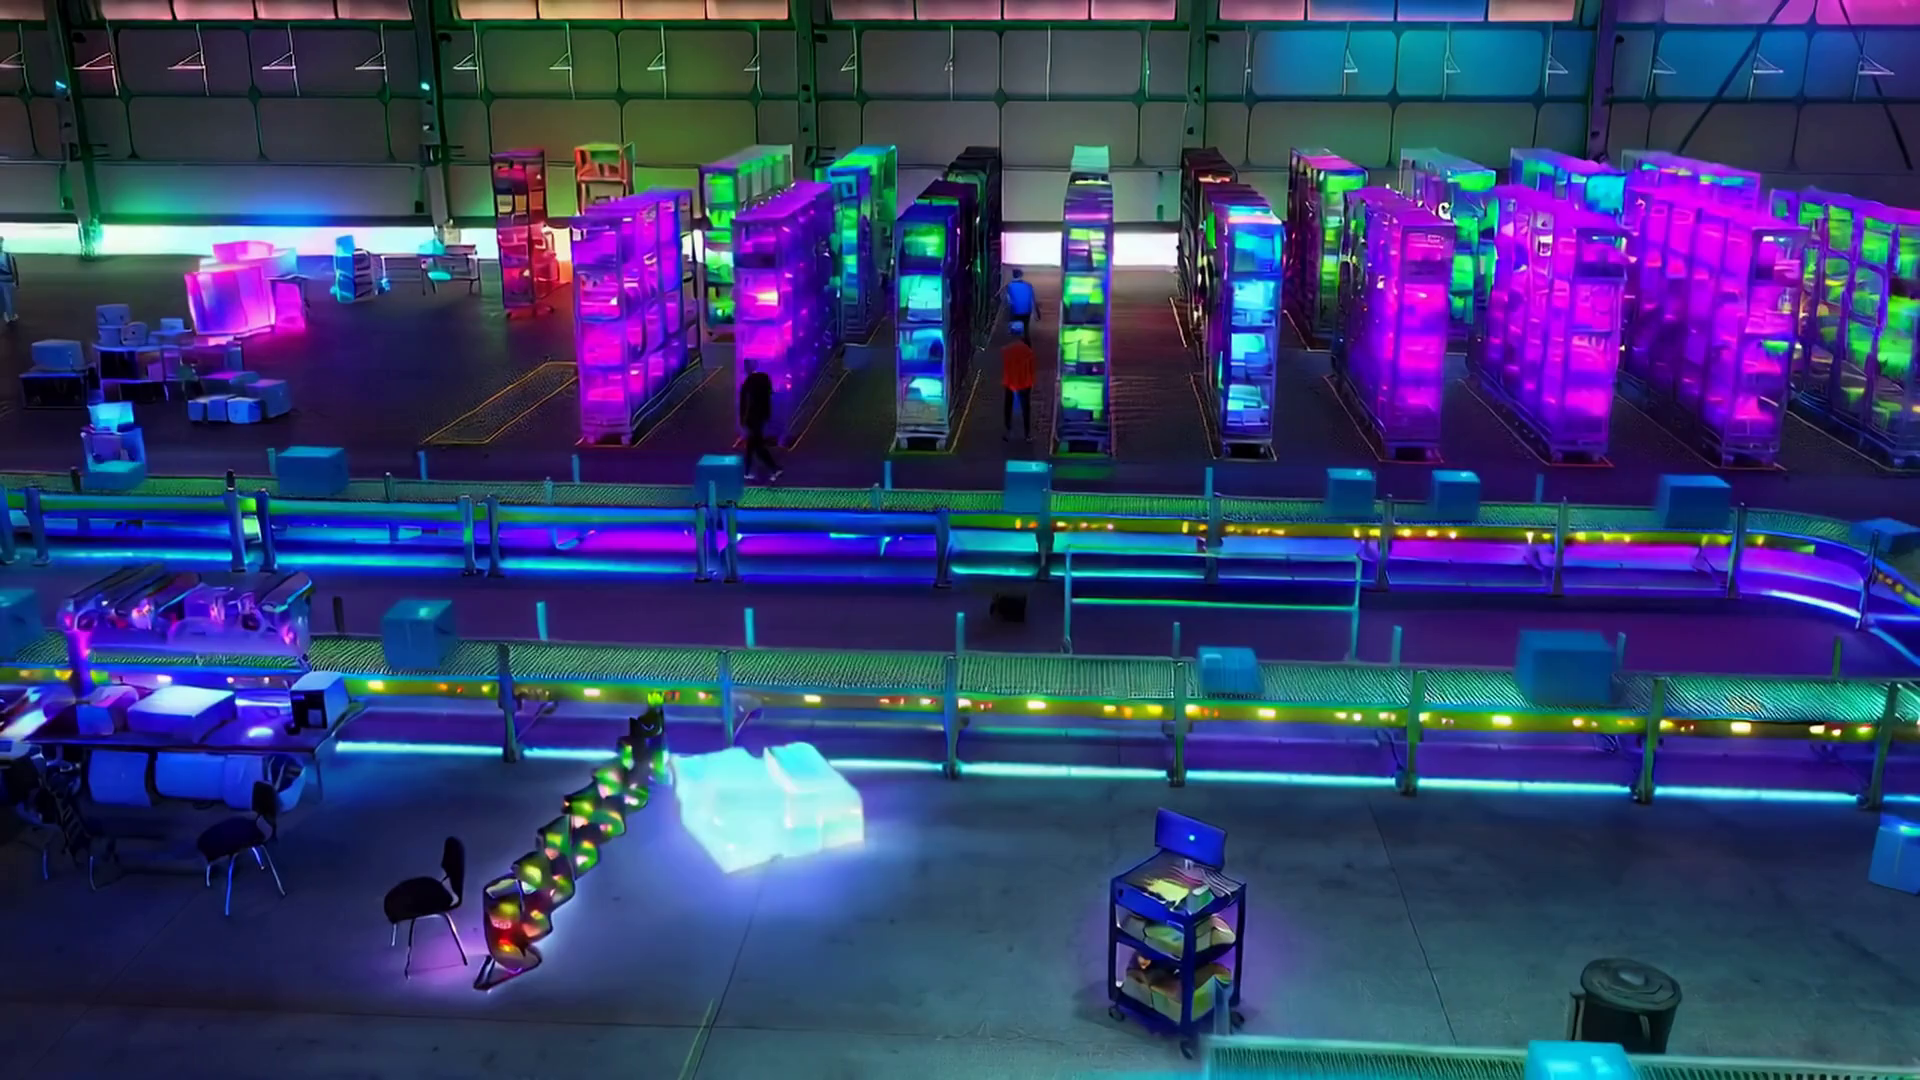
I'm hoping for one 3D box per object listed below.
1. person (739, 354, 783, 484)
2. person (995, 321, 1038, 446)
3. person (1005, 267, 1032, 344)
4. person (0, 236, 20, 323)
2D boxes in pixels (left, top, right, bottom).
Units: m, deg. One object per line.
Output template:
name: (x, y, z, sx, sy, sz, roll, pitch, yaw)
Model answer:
person: (-2.918, -1.743, 24.018, 0.822, 1.883, 0.650, 8, 19, 23)
person: (0.889, -2.441, 26.109, 0.693, 1.949, 0.601, 0, 17, 1)
person: (1.148, -4.412, 32.542, 0.567, 1.841, 0.377, -9, 20, -27)
person: (-21.138, -5.764, 36.754, 0.623, 1.900, 0.984, -7, 19, -22)
